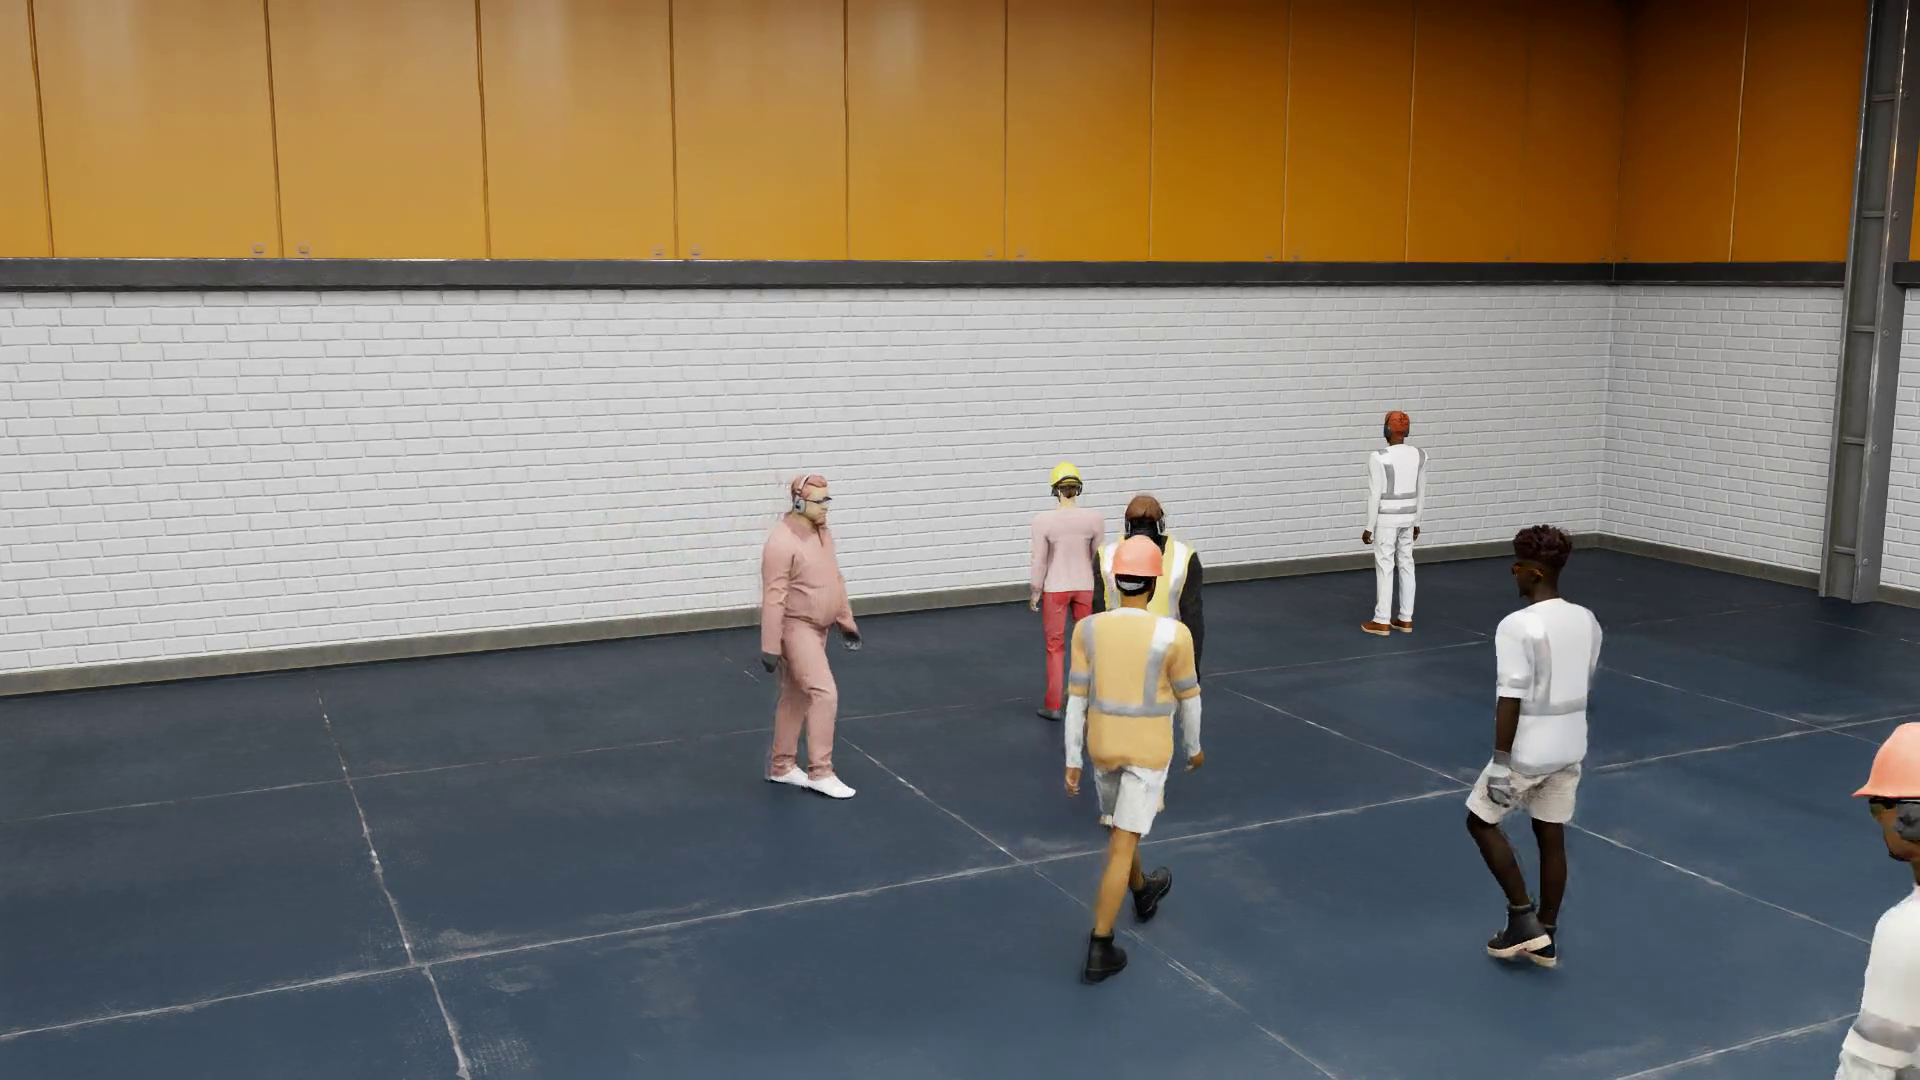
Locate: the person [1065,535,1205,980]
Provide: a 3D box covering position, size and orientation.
[{"bbox_3d":[0.781,0.915,7.386,0.555,1.871,1.031,5,11,30],"label":"person"}]

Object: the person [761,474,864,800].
[{"bbox_3d":[-0.816,0.553,9.663,0.743,1.877,0.640,3,9,15],"label":"person"}]

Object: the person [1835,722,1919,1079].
[{"bbox_3d":[2.313,1.429,3.924,1.075,1.980,0.636,8,12,42],"label":"person"}]

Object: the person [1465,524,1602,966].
[{"bbox_3d":[2.493,0.901,7.248,0.634,1.949,0.427,-5,11,-31],"label":"person"}]

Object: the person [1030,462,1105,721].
[{"bbox_3d":[0.723,0.351,11.266,0.522,1.761,0.322,-2,9,-13],"label":"person"}]

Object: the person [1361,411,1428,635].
[{"bbox_3d":[3.629,-0.141,13.933,0.575,1.882,0.355,-4,10,-24],"label":"person"}]

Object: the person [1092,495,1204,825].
[{"bbox_3d":[1.022,0.664,9.151,0.642,1.810,0.777,2,9,10],"label":"person"}]
